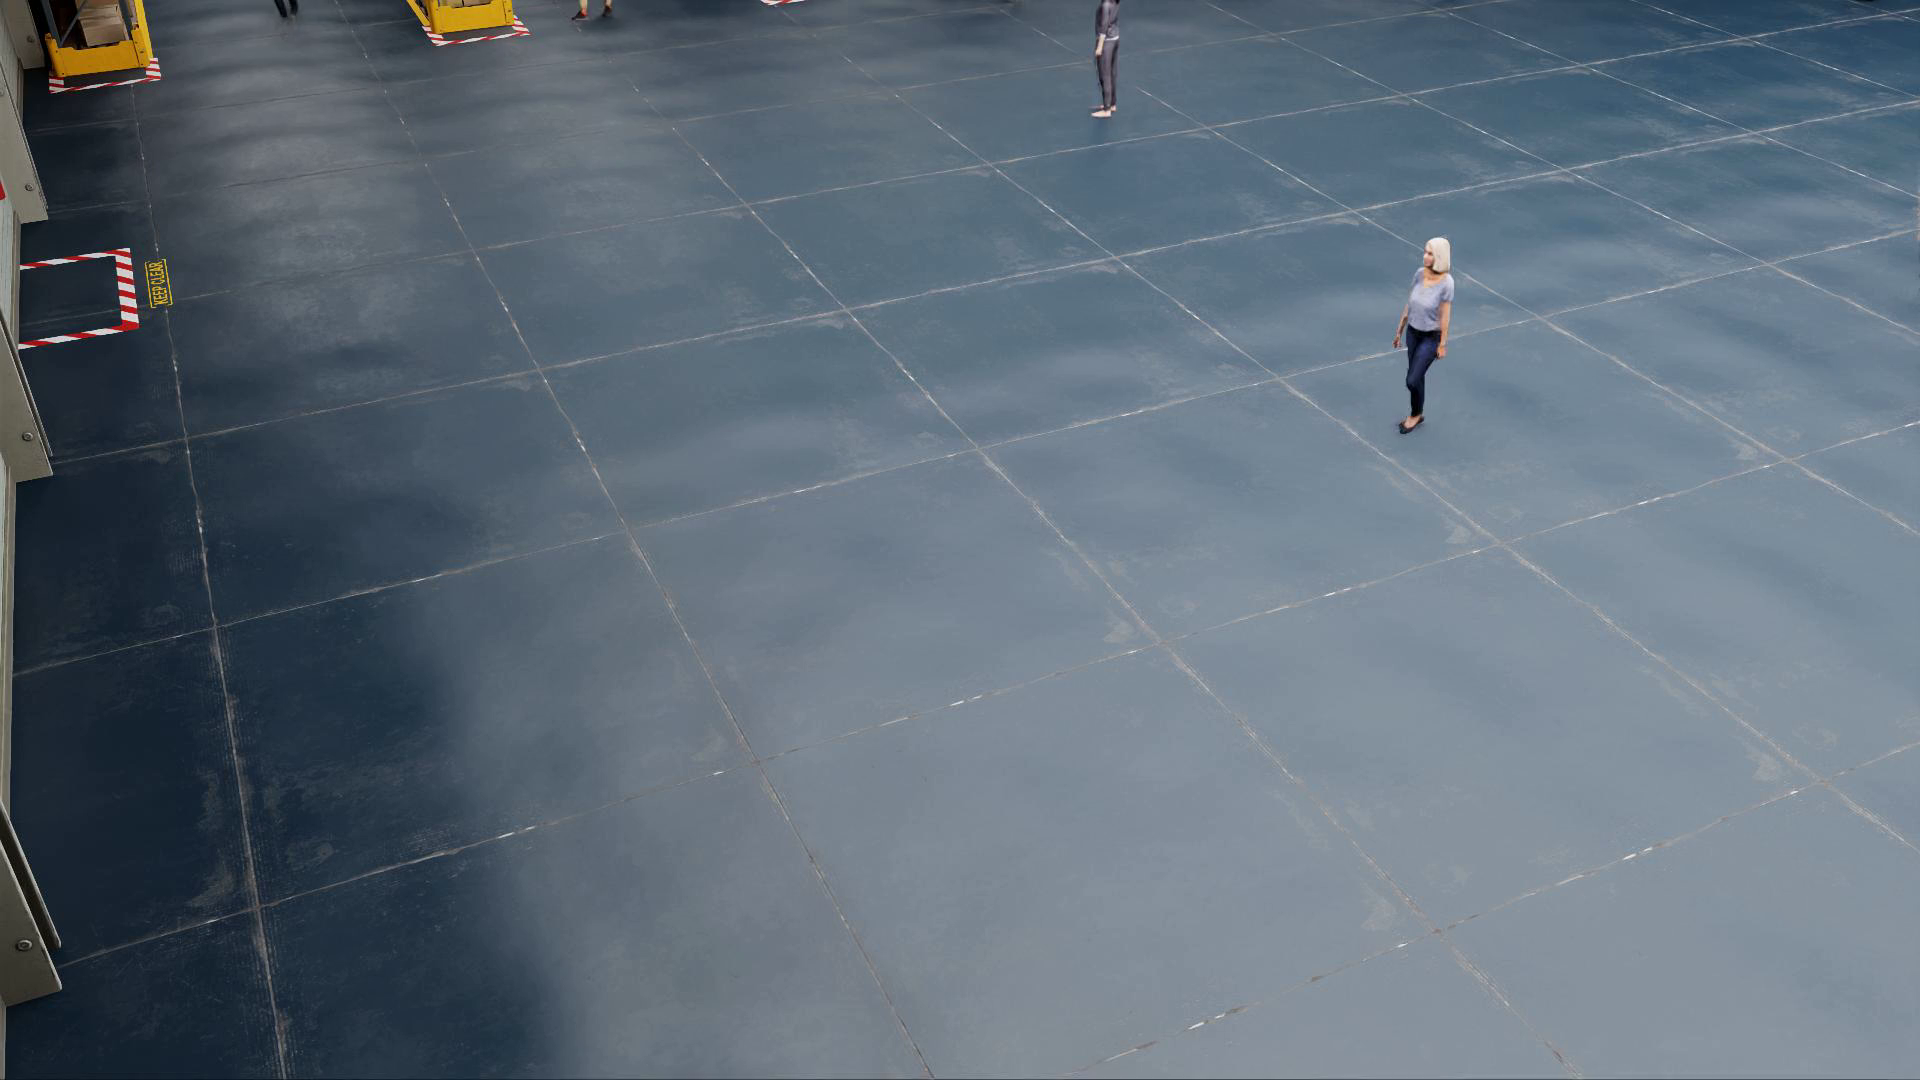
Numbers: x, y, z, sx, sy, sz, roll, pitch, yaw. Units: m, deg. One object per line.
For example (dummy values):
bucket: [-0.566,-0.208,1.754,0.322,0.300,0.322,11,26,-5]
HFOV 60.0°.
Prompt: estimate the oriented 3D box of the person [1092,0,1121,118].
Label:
person: [1.826,-6.136,20.551,0.712,1.766,0.672,15,36,21]

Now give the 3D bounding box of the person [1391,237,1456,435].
person: [3.918,-1.705,13.788,0.673,1.712,0.544,-17,37,-24]

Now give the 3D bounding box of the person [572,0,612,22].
person: [-5.308,-8.500,24.146,1.064,1.811,1.123,9,34,14]
